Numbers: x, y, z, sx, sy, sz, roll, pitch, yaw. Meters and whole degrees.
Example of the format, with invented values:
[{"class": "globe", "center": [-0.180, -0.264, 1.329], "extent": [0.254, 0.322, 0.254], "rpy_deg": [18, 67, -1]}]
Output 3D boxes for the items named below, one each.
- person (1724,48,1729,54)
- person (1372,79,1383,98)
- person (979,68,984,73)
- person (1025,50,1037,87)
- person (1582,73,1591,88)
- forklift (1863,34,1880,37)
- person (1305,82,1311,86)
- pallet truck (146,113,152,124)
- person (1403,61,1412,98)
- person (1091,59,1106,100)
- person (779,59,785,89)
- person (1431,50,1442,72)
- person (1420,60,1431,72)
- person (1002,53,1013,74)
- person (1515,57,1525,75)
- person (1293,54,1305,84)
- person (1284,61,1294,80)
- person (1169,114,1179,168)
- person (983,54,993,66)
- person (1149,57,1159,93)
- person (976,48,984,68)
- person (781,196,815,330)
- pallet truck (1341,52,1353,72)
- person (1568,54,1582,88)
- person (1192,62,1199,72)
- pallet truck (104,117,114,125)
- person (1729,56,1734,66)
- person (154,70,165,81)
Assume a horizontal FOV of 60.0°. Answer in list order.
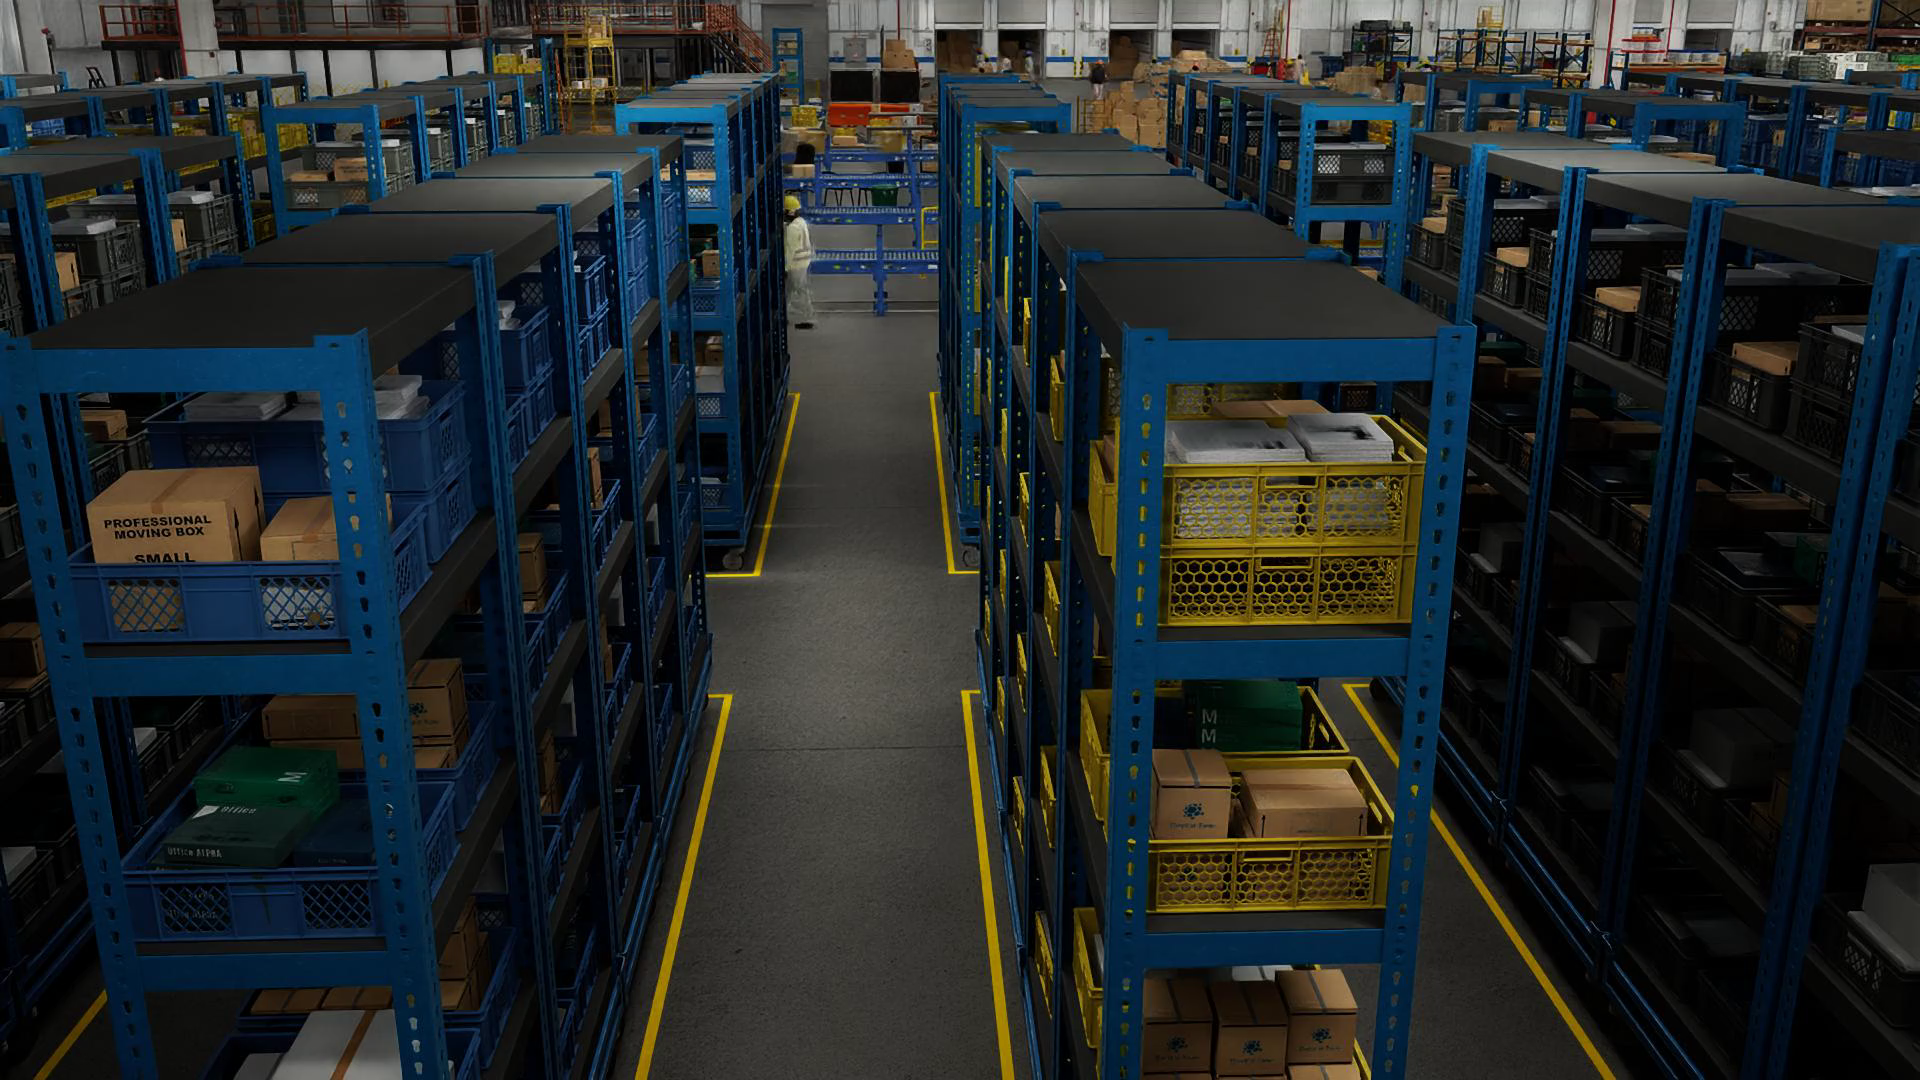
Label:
[{"class": "person", "center": [41.553, -25.694, 90.307], "extent": [0.368, 1.932, 0.622], "rpy_deg": [0, 18, 0]}, {"class": "person", "center": [14.206, -14.857, 56.967], "extent": [0.981, 1.817, 0.511], "rpy_deg": [-1, 18, -3]}, {"class": "person", "center": [0.838, -17.456, 64.891], "extent": [0.524, 1.876, 0.325], "rpy_deg": [-12, 21, -32]}, {"class": "person", "center": [3.643, -24.555, 86.786], "extent": [0.813, 1.926, 0.611], "rpy_deg": [16, 24, 40]}, {"class": "person", "center": [24.274, -17.202, 64.406], "extent": [0.320, 1.688, 0.531], "rpy_deg": [-7, 19, -20]}, {"class": "forklift", "center": [44.123, -23.231, 81.154], "extent": [1.129, 2.768, 1.873], "rpy_deg": [-1, 18, -2]}, {"class": "person", "center": [11.483, -14.221, 55.024], "extent": [0.612, 1.783, 0.956], "rpy_deg": [0, 18, 0]}, {"class": "pallet truck", "center": [-18.087, -8.309, 36.390], "extent": [1.885, 1.965, 0.823], "rpy_deg": [-1, 18, -4]}, {"class": "person", "center": [20.953, -21.578, 77.930], "extent": [0.531, 1.697, 0.322], "rpy_deg": [-8, 20, -23]}, {"class": "person", "center": [5.966, -19.552, 71.202], "extent": [0.644, 1.980, 0.518], "rpy_deg": [-7, 19, -21]}, {"class": "person", "center": [-8.753, -22.753, 81.360], "extent": [0.431, 1.836, 0.619], "rpy_deg": [-5, 19, -15]}, {"class": "person", "center": [25.452, -25.266, 89.015], "extent": [0.577, 1.905, 0.630], "rpy_deg": [-9, 20, -26]}, {"class": "person", "center": [20.397, -20.063, 72.894], "extent": [0.596, 1.917, 0.388], "rpy_deg": [-7, 19, -22]}, {"class": "person", "center": [2.448, -23.480, 83.513], "extent": [1.041, 1.879, 0.656], "rpy_deg": [-7, 19, -22]}, {"class": "person", "center": [26.843, -22.271, 79.919], "extent": [0.953, 1.792, 0.532], "rpy_deg": [17, 25, 42]}, {"class": "person", "center": [16.906, -23.264, 82.918], "extent": [0.629, 1.843, 0.429], "rpy_deg": [7, 19, 21]}, {"class": "person", "center": [14.973, -20.961, 75.934], "extent": [0.558, 1.749, 0.536], "rpy_deg": [-6, 19, -17]}, {"class": "person", "center": [5.120, -9.357, 40.008], "extent": [0.328, 1.765, 0.527], "rpy_deg": [-2, 18, -7]}, {"class": "person", "center": [1.295, -22.358, 79.973], "extent": [0.587, 1.930, 0.359], "rpy_deg": [13, 22, 35]}, {"class": "person", "center": [9.627, -23.121, 82.632], "extent": [0.489, 1.744, 0.295], "rpy_deg": [4, 18, 11]}, {"class": "person", "center": [1.153, -26.085, 91.548], "extent": [0.764, 1.918, 0.549], "rpy_deg": [15, 23, 38]}, {"class": "person", "center": [-2.357, -3.748, 22.579], "extent": [0.806, 1.801, 0.627], "rpy_deg": [0, 18, 1]}, {"class": "pallet truck", "center": [18.794, -23.123, 82.231], "extent": [0.823, 1.965, 1.885], "rpy_deg": [-13, 22, -35]}, {"class": "person", "center": [30.195, -22.897, 81.708], "extent": [0.631, 1.901, 0.998], "rpy_deg": [6, 19, 18]}, {"class": "person", "center": [9.284, -17.802, 65.690], "extent": [0.608, 2.047, 0.366], "rpy_deg": [5, 19, 15]}, {"class": "pallet truck", "center": [-18.367, -7.885, 35.078], "extent": [1.885, 1.965, 0.823], "rpy_deg": [1, 18, 2]}, {"class": "person", "center": [36.071, -21.794, 78.263], "extent": [0.578, 1.908, 0.425], "rpy_deg": [6, 19, 17]}, {"class": "person", "center": [-30.081, -16.720, 62.599], "extent": [0.346, 1.882, 0.578], "rpy_deg": [1, 18, 3]}]
